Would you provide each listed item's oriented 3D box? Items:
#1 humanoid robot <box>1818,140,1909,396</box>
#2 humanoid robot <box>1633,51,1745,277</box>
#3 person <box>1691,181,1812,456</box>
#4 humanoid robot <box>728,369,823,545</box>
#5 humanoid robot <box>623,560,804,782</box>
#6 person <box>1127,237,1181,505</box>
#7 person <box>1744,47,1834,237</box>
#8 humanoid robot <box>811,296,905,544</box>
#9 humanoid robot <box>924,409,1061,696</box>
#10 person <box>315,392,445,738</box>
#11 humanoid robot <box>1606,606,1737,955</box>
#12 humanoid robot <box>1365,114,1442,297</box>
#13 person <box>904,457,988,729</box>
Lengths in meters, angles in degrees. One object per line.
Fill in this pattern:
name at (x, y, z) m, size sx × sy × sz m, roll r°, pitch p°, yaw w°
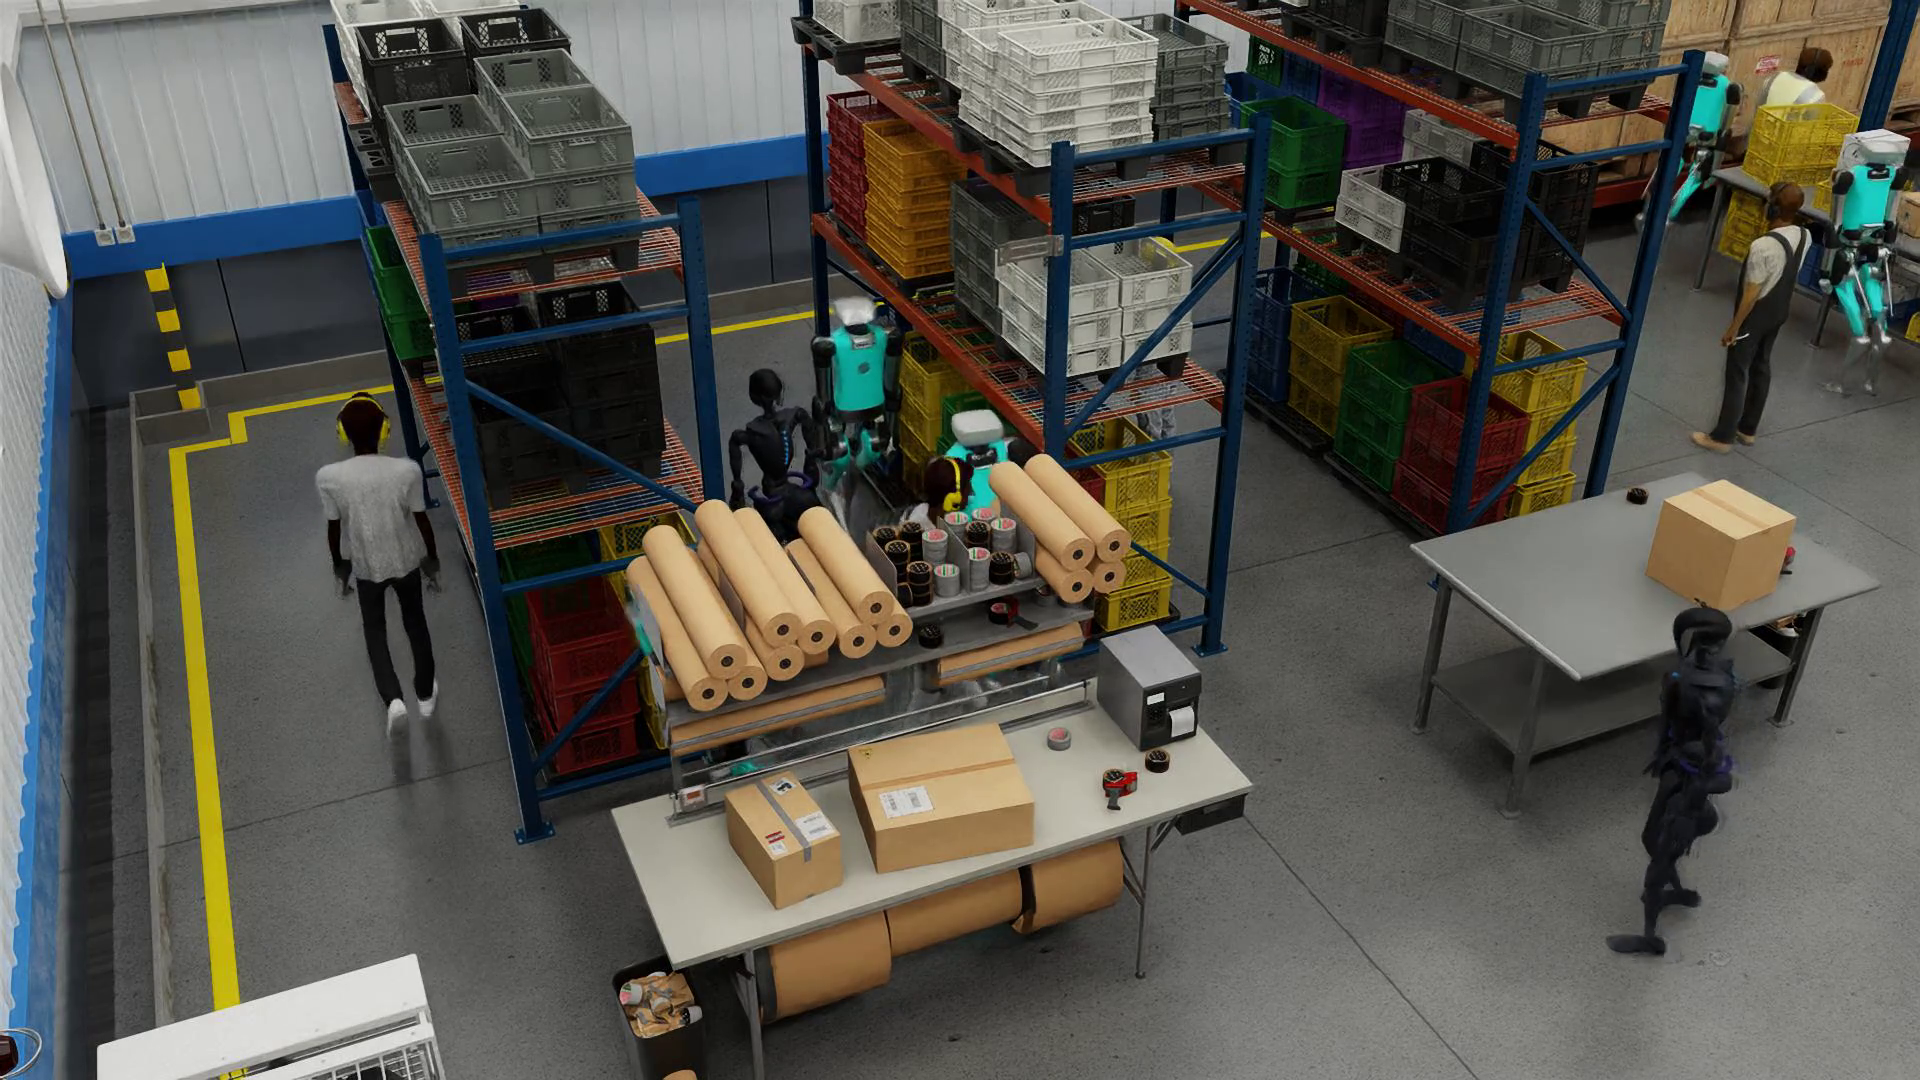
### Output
humanoid robot at (6.331, -1.826, 11.520) m, size 0.610 × 1.747 × 0.777 m, roll -5°, pitch 32°, yaw -9°
humanoid robot at (5.766, -2.964, 13.429) m, size 0.768 × 1.830 × 0.539 m, roll -24°, pitch 39°, yaw -34°
person at (5.168, -1.427, 10.784) m, size 0.513 × 1.843 × 0.327 m, roll -17°, pitch 35°, yaw -25°
humanoid robot at (-1.001, -0.181, 8.923) m, size 0.616 × 1.645 × 0.487 m, roll -25°, pitch 40°, yaw -35°
humanoid robot at (-0.915, 0.767, 7.356) m, size 1.001 × 1.749 × 0.546 m, roll -15°, pitch 35°, yaw -23°
person at (1.187, -1.032, 10.239) m, size 0.294 × 1.744 × 0.485 m, roll 16°, pitch 35°, yaw 25°
person at (6.781, -3.149, 13.643) m, size 0.667 × 1.792 × 0.654 m, roll -9°, pitch 33°, yaw -14°
humanoid robot at (-0.691, -0.673, 9.705) m, size 0.545 × 1.814 × 0.888 m, roll -13°, pitch 34°, yaw -20°
humanoid robot at (0.213, 0.276, 8.129) m, size 0.534 × 1.737 × 0.972 m, roll -15°, pitch 35°, yaw -23°
person at (-2.823, 0.163, 8.197) m, size 0.534 × 1.849 × 0.571 m, roll -11°, pitch 33°, yaw -17°
humanoid robot at (3.084, 1.008, 6.999) m, size 0.443 × 1.625 × 0.609 m, roll 5°, pitch 32°, yaw 8°
humanoid robot at (3.549, -2.624, 12.938) m, size 0.747 × 1.645 × 0.589 m, roll -7°, pitch 32°, yaw -11°
person at (-0.091, 0.439, 7.756) m, size 0.488 × 1.845 × 0.531 m, roll -8°, pitch 33°, yaw -13°
